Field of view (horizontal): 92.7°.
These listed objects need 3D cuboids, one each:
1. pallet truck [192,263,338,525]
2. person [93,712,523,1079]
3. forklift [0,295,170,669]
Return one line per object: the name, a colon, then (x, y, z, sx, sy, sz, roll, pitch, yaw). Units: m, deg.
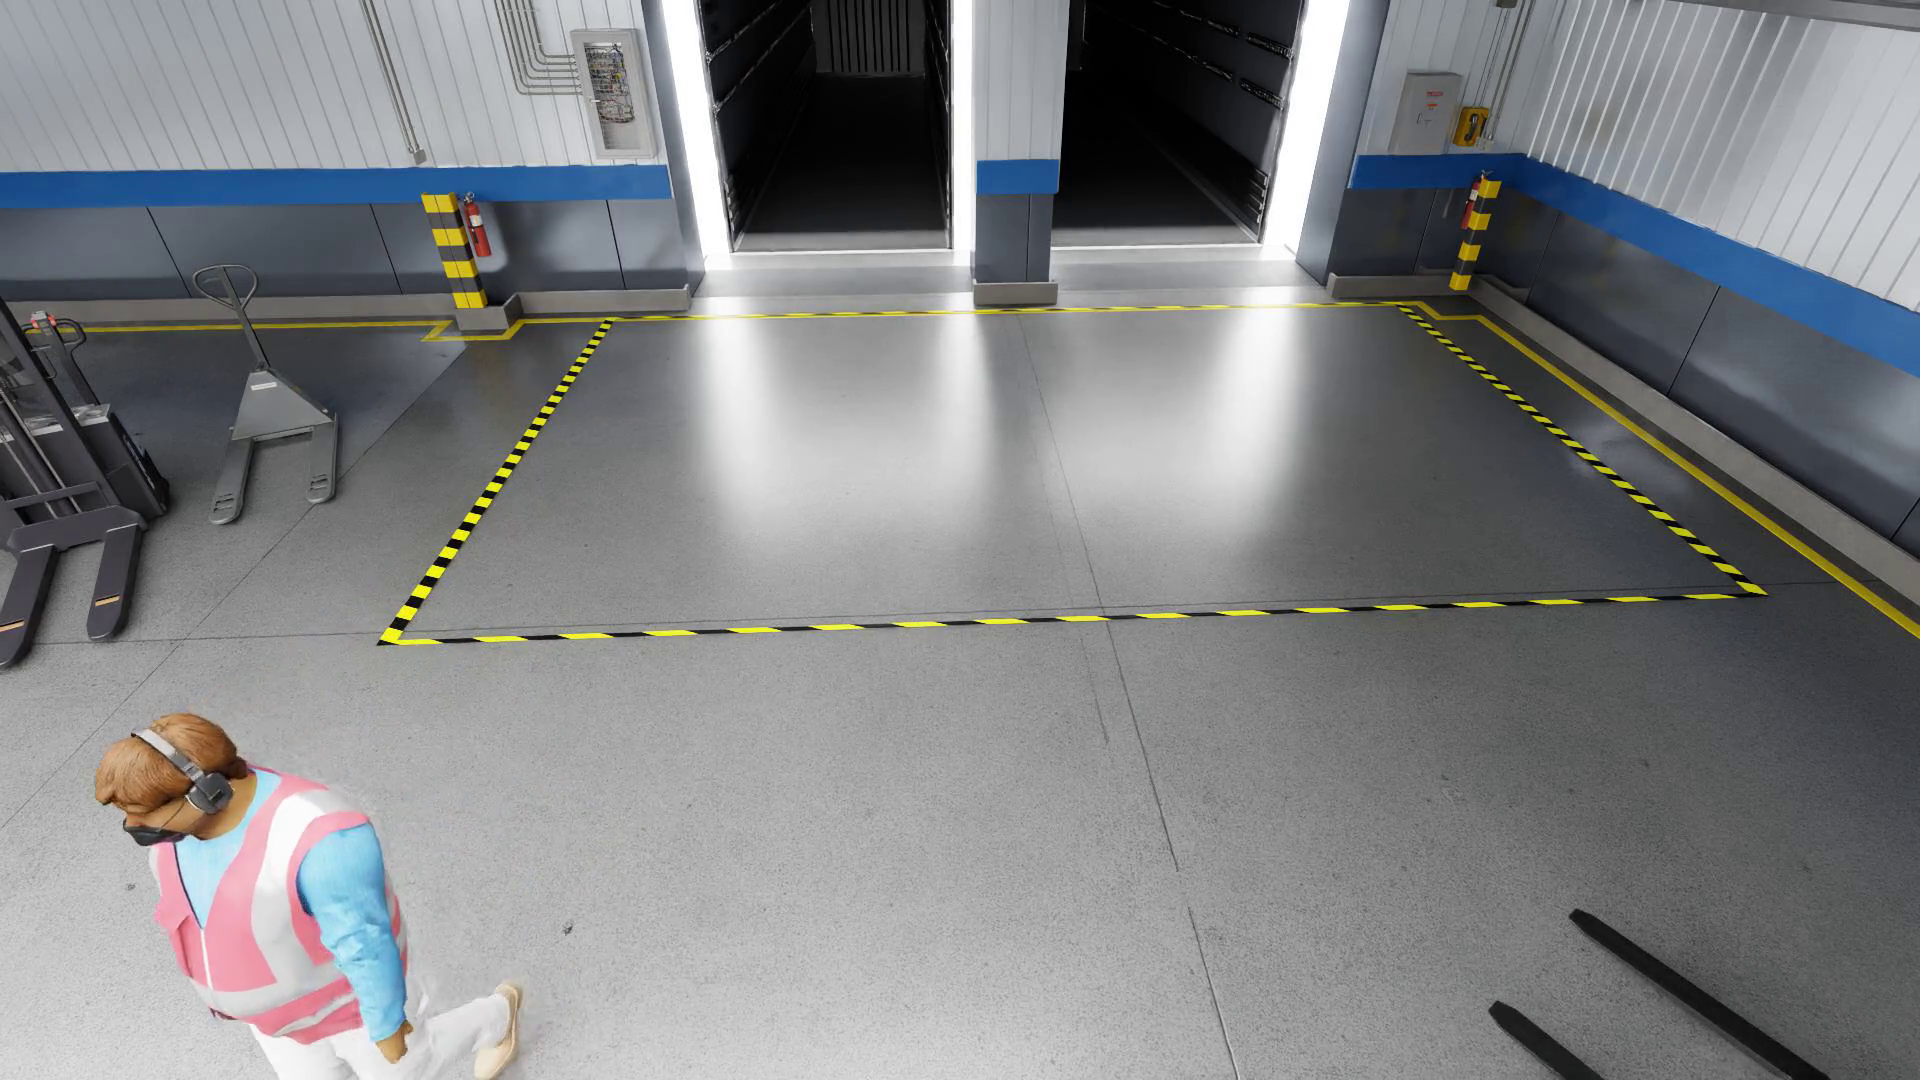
pallet truck: (-4.778, -1.027, 6.128, 0.680, 1.201, 1.601, -17, 38, -23)
person: (-1.713, 1.165, 2.470, 0.633, 1.816, 0.781, 9, 36, 12)
forklift: (-5.212, -0.618, 4.878, 0.823, 1.965, 1.885, -20, 39, -26)
